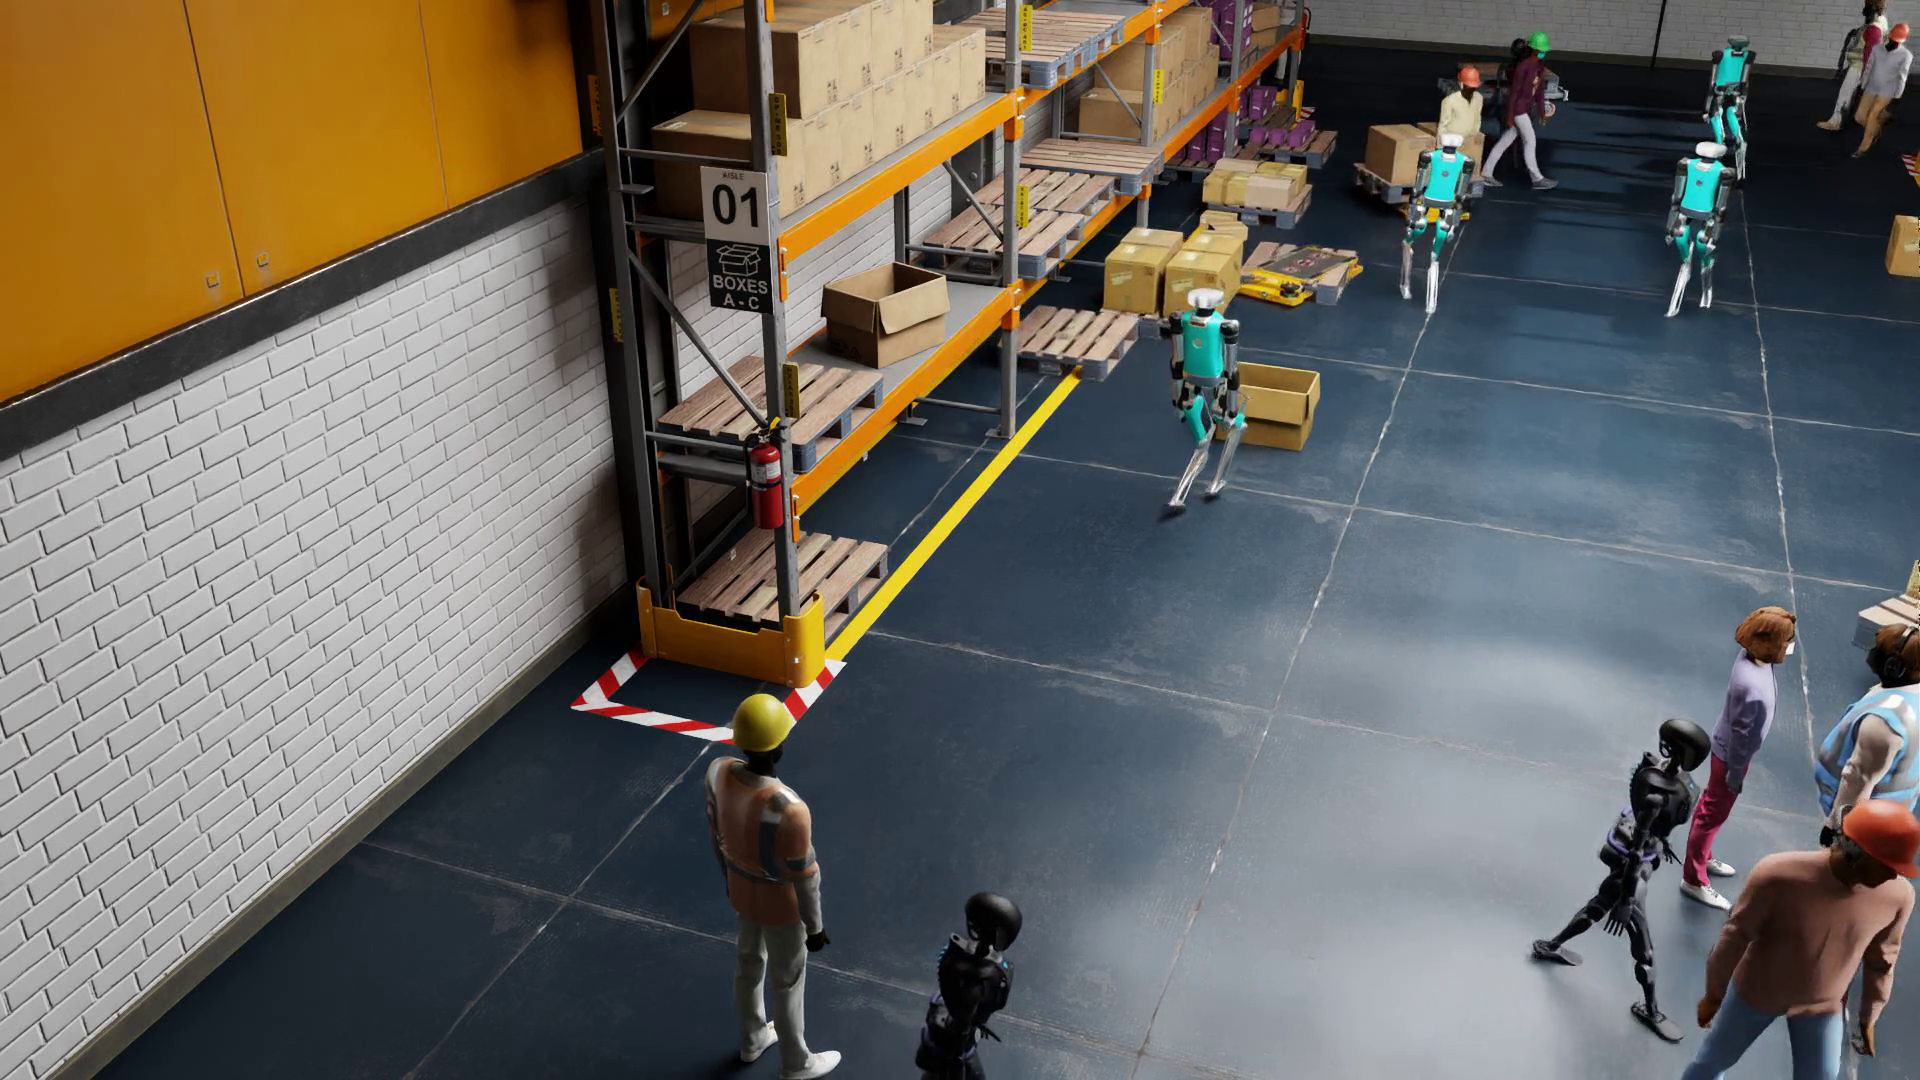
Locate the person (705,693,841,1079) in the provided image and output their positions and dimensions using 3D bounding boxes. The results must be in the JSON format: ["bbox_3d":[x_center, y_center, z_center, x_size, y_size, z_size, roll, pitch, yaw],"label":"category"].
[{"bbox_3d":[-0.797,1.492,7.046,0.591,1.929,0.356,21,34,35],"label":"person"}]

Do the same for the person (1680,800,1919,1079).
[{"bbox_3d":[3.231,1.776,6.483,0.684,1.960,0.493,5,28,11],"label":"person"}]

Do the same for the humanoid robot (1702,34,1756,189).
[{"bbox_3d":[9.411,-5.143,20.171,0.543,1.811,0.901,-3,27,-5],"label":"humanoid robot"}]

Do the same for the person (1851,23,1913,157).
[{"bbox_3d":[11.871,-5.797,21.411,0.481,1.710,0.577,-12,30,-22],"label":"person"}]

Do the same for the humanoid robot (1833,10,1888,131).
[{"bbox_3d":[12.244,-6.380,22.635,0.597,1.628,0.717,18,32,31],"label":"humanoid robot"}]

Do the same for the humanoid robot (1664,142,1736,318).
[{"bbox_3d":[7.148,-2.977,15.957,0.558,1.800,0.935,24,35,38],"label":"humanoid robot"}]

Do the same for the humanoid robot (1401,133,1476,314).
[{"bbox_3d":[4.620,-3.150,16.279,0.576,1.778,0.874,4,27,7],"label":"humanoid robot"}]

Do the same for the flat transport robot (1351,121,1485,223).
[{"bbox_3d":[5.346,-4.018,19.543,0.659,0.231,1.431,-6,28,-12],"label":"flat transport robot"}]

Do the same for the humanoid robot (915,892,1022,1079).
[{"bbox_3d":[-0.003,1.981,6.401,0.690,1.626,0.609,4,28,9],"label":"humanoid robot"}]

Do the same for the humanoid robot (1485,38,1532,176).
[{"bbox_3d":[6.858,-5.374,20.646,0.601,1.650,0.337,-6,28,-12],"label":"humanoid robot"}]

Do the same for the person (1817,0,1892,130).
[{"bbox_3d":[12.318,-6.450,22.576,0.805,1.818,0.623,18,32,31],"label":"person"}]

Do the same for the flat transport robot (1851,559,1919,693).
[{"bbox_3d":[6.279,0.839,10.122,1.431,0.231,0.659,-15,31,-27],"label":"flat transport robot"}]

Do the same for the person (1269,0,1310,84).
[{"bbox_3d":[5.018,-7.947,25.344,0.636,1.938,0.359,-12,30,-21],"label":"person"}]

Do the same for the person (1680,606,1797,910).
[{"bbox_3d":[3.847,1.050,8.222,0.283,1.633,0.497,14,30,25],"label":"person"}]

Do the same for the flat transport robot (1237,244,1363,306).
[{"bbox_3d":[3.493,-2.715,17.016,0.659,0.231,1.431,21,34,35],"label":"flat transport robot"}]

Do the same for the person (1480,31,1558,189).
[{"bbox_3d":[6.795,-5.142,19.960,0.967,1.885,0.488,15,31,27],"label":"person"}]

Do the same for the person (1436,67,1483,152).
[{"bbox_3d":[5.670,-4.527,18.953,0.583,1.720,0.582,-15,31,-27],"label":"person"}]

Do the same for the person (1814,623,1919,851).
[{"bbox_3d":[4.171,1.209,7.704,0.627,1.838,0.430,-25,36,-39],"label":"person"}]

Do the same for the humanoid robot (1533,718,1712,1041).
[{"bbox_3d":[3.037,1.434,7.492,0.770,1.625,0.621,19,33,32],"label":"humanoid robot"}]

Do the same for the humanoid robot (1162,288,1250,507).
[{"bbox_3d":[1.840,-1.042,12.159,0.548,1.740,0.966,17,32,29],"label":"humanoid robot"}]
